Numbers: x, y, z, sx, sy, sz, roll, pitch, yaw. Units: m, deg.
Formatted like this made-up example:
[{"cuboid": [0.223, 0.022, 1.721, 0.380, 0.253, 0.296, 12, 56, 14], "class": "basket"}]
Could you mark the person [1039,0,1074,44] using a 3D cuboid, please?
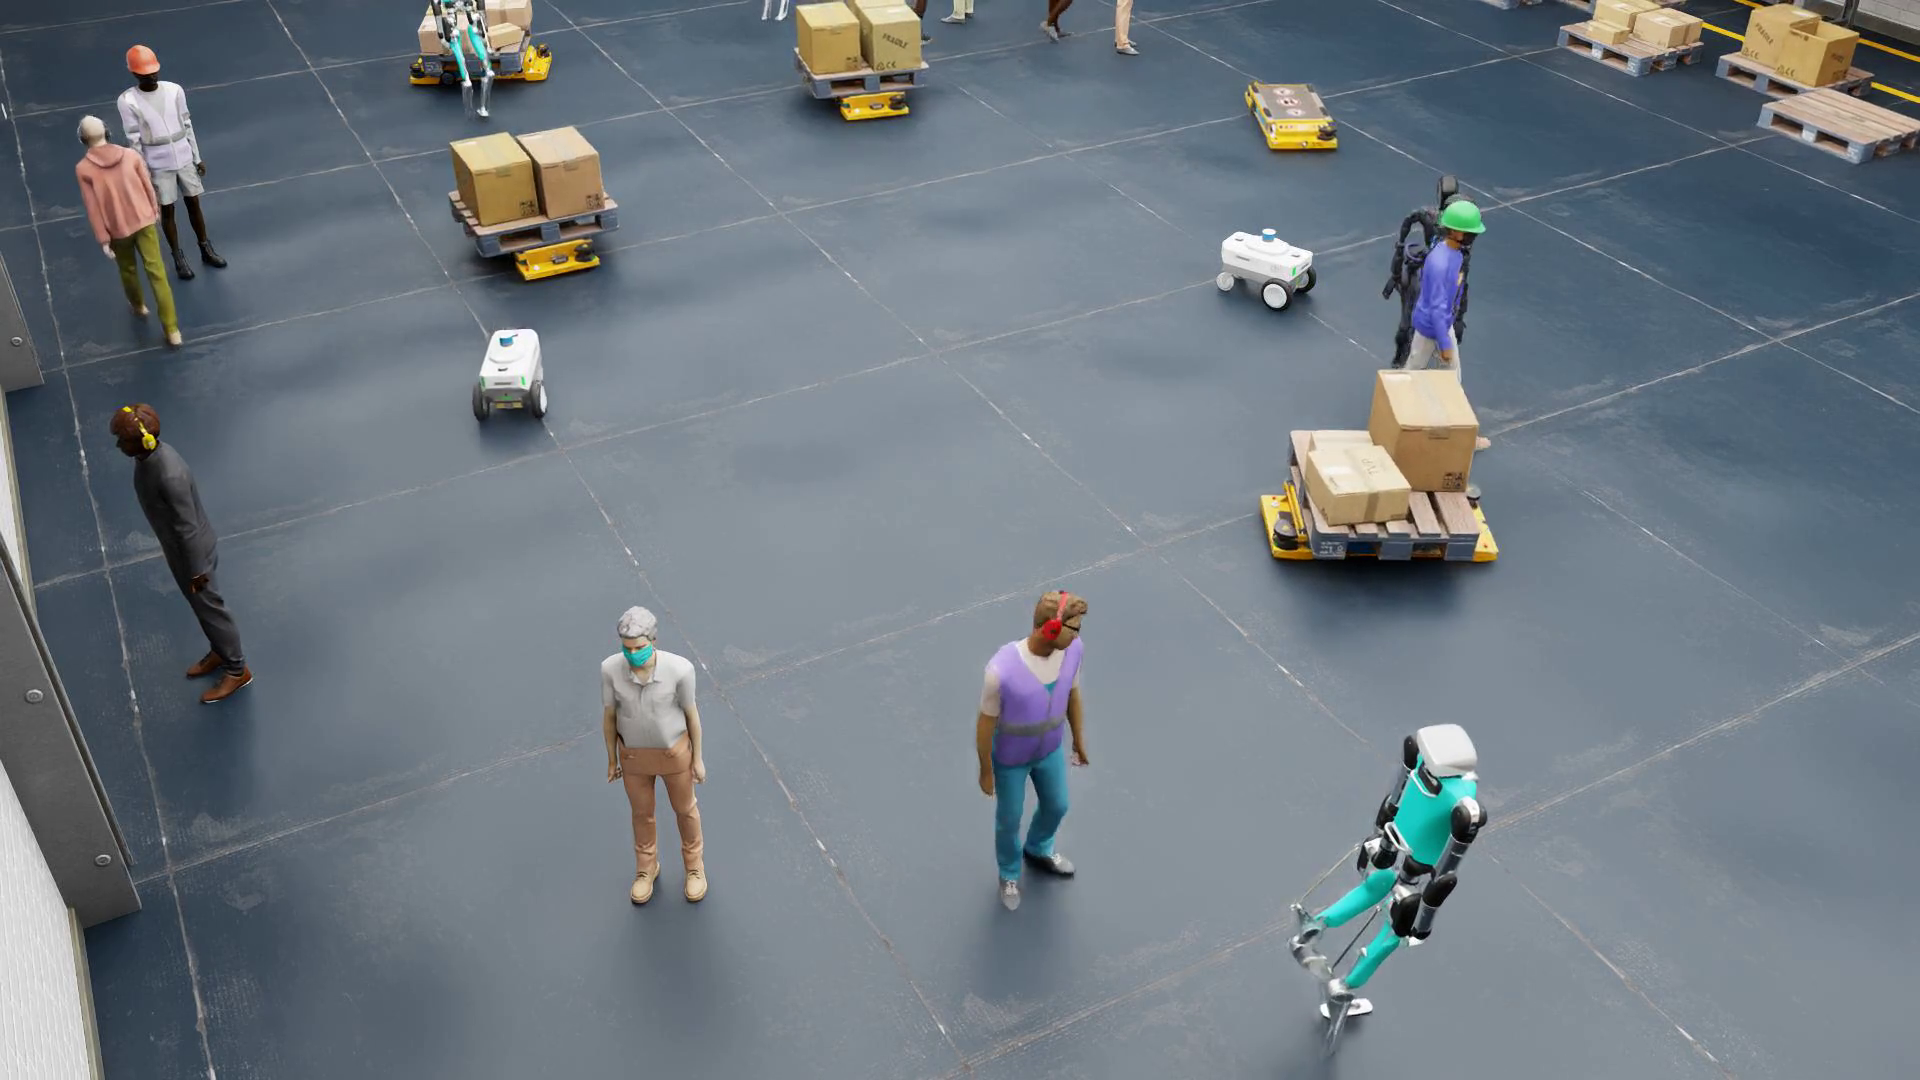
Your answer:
[{"cuboid": [1.143, -6.532, 18.608, 0.492, 1.920, 0.536, -10, 36, -14], "class": "person"}]

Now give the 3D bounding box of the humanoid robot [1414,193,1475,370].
[{"cuboid": [3.449, -1.716, 11.938, 0.330, 1.654, 0.593, -7, 36, -10], "class": "humanoid robot"}]

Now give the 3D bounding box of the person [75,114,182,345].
[{"cuboid": [-6.448, -2.437, 12.884, 0.520, 1.782, 1.006, -21, 40, -27], "class": "person"}]

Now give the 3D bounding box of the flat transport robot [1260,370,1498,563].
[{"cuboid": [2.731, -0.123, 10.891, 1.431, 0.231, 0.659, 1, 35, 1], "class": "flat transport robot"}]

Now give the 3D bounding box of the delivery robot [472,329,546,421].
[{"cuboid": [-3.301, -1.226, 12.233, 0.499, 0.613, 0.807, -2, 35, -3], "class": "delivery robot"}]

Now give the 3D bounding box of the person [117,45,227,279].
[{"cuboid": [-6.515, -3.123, 13.721, 0.351, 1.938, 0.543, 27, 43, 33], "class": "person"}]

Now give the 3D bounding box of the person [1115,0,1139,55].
[{"cuboid": [1.892, -6.241, 18.405, 0.386, 1.668, 0.463, 1, 35, 2], "class": "person"}]

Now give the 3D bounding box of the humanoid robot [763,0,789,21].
[{"cuboid": [-2.130, -6.884, 19.323, 0.538, 1.866, 0.673, 13, 37, 17], "class": "humanoid robot"}]

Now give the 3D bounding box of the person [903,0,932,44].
[{"cuboid": [-0.553, -6.494, 18.530, 0.529, 1.936, 0.605, -28, 44, -34], "class": "person"}]

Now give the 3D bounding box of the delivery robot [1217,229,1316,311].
[{"cuboid": [2.531, -2.261, 13.693, 0.774, 0.592, 0.499, 23, 41, 29], "class": "delivery robot"}]

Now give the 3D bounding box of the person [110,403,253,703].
[{"cuboid": [-4.318, 0.056, 9.245, 0.367, 1.868, 0.493, -26, 43, -32], "class": "person"}]

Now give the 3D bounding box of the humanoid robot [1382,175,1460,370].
[{"cuboid": [3.459, -1.985, 12.347, 0.595, 1.617, 0.597, -1, 35, -2], "class": "humanoid robot"}]

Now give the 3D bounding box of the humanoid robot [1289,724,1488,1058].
[{"cuboid": [1.752, 1.597, 7.236, 0.763, 1.880, 0.546, -9, 36, -12], "class": "humanoid robot"}]

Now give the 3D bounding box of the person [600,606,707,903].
[{"cuboid": [-1.458, 1.031, 7.955, 0.475, 1.747, 0.320, -1, 35, -1], "class": "person"}]

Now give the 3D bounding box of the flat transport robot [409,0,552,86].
[{"cuboid": [-5.212, -5.178, 18.109, 1.431, 0.231, 0.659, -3, 35, -5], "class": "flat transport robot"}]

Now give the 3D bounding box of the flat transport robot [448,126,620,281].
[{"cuboid": [-3.698, -2.674, 14.533, 0.659, 0.231, 1.431, -18, 39, -23], "class": "flat transport robot"}]

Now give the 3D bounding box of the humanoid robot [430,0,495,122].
[{"cuboid": [-4.917, -5.024, 16.678, 0.549, 1.832, 0.822, -19, 39, -25], "class": "humanoid robot"}]

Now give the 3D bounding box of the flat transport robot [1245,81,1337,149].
[{"cuboid": [3.349, -4.315, 16.877, 0.659, 0.231, 1.431, -1, 35, -2], "class": "flat transport robot"}]

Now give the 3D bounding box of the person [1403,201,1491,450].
[{"cuboid": [3.344, -1.443, 11.416, 0.815, 1.836, 0.479, 21, 40, 27], "class": "person"}]

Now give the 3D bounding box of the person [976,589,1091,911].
[{"cuboid": [0.314, 1.002, 7.960, 0.606, 1.816, 0.384, -20, 40, -26], "class": "person"}]

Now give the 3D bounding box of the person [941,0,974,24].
[{"cuboid": [0.001, -6.904, 19.205, 0.389, 1.838, 0.563, 18, 39, 23], "class": "person"}]

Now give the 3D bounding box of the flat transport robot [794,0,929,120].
[{"cuboid": [-1.044, -4.773, 17.531, 0.659, 0.231, 1.431, -10, 36, -14], "class": "flat transport robot"}]
